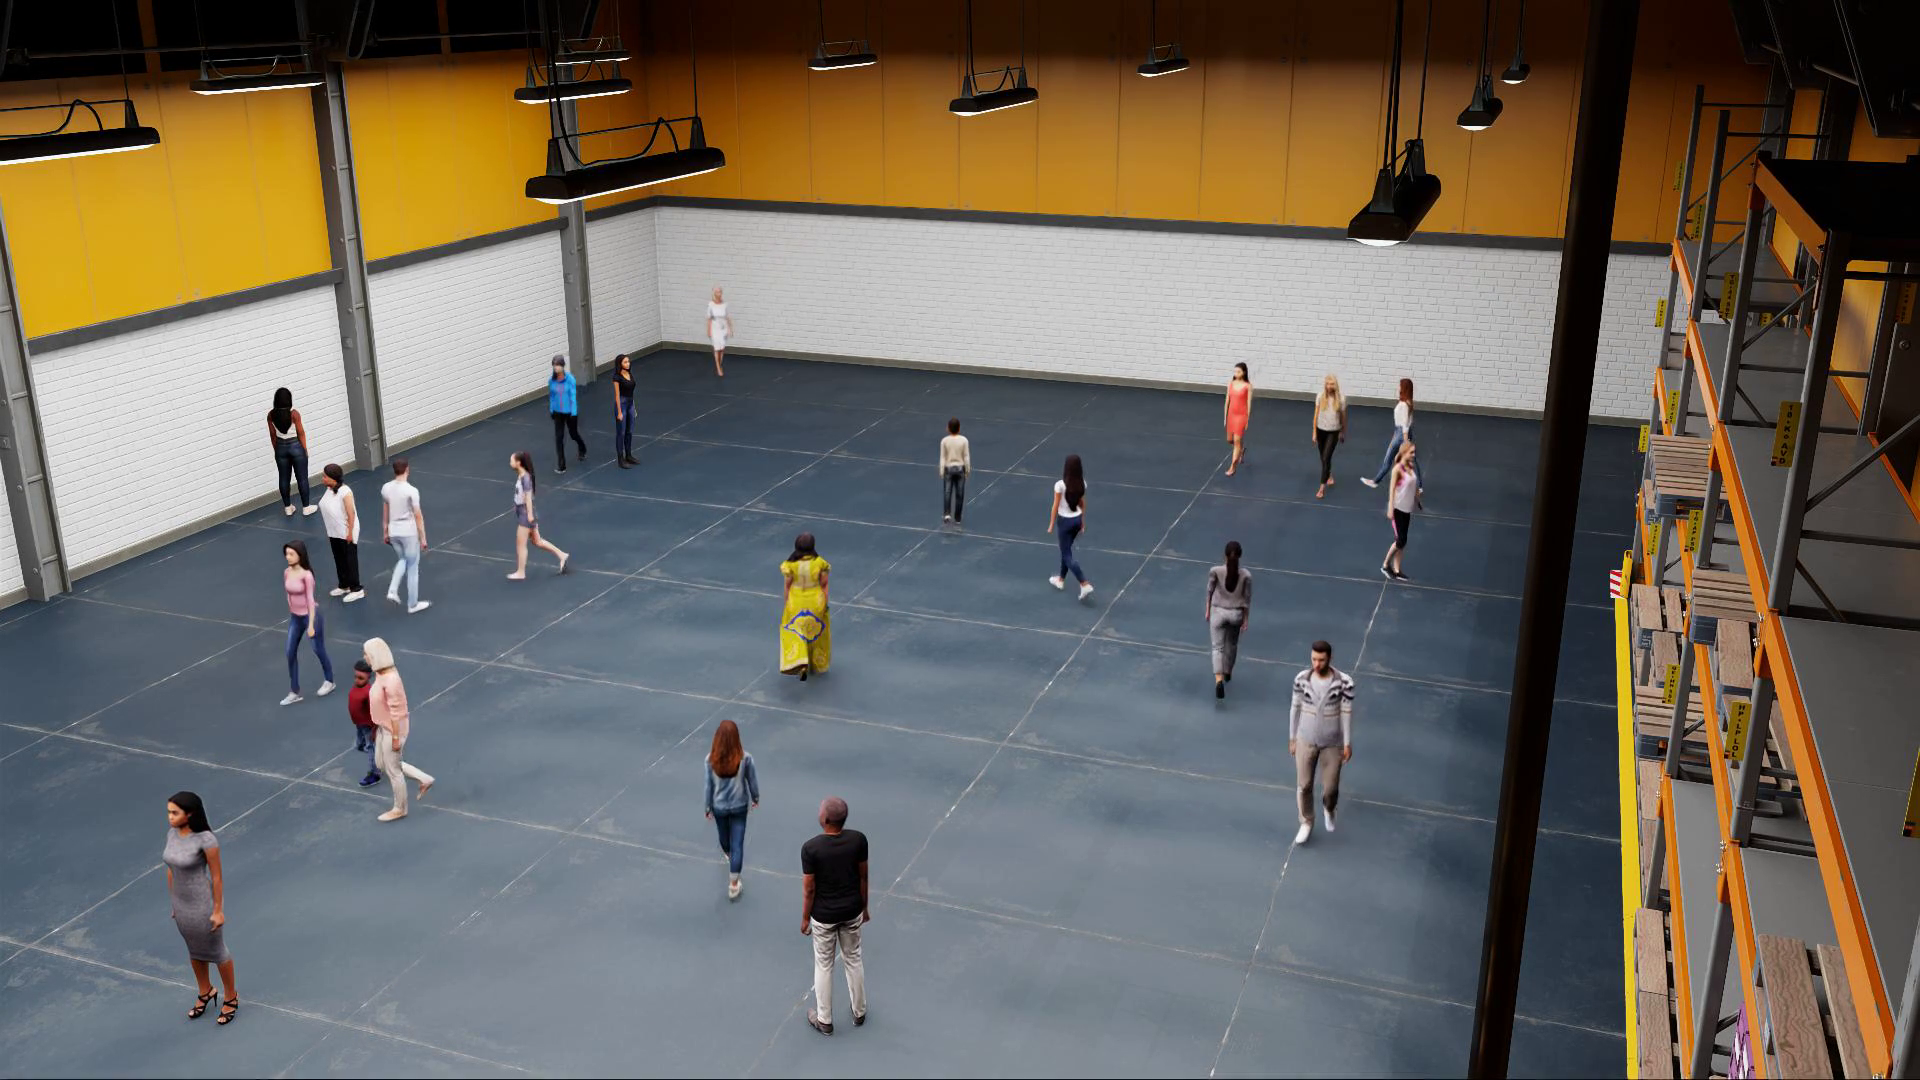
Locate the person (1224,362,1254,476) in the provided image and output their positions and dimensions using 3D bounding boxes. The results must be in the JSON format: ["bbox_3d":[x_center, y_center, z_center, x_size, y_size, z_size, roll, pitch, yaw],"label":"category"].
[{"bbox_3d":[4.221,-1.838,25.033,0.746,1.705,0.987,14,23,35],"label":"person"}]

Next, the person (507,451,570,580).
[{"bbox_3d":[-5.247,-0.308,20.624,1.026,1.619,1.040,-6,19,-17],"label":"person"}]

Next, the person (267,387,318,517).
[{"bbox_3d":[-9.294,-1.231,23.073,0.709,1.806,0.699,1,19,3],"label":"person"}]

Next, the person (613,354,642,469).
[{"bbox_3d":[-5.133,-1.989,25.433,0.645,1.735,0.497,9,21,25],"label":"person"}]

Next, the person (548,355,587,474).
[{"bbox_3d":[-5.932,-1.923,25.195,0.741,1.762,1.200,4,19,11],"label":"person"}]

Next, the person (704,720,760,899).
[{"bbox_3d":[-1.861,2.195,13.467,0.816,1.443,1.066,0,19,-1],"label":"person"}]

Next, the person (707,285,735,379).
[{"bbox_3d":[-4.552,-3.931,31.226,0.927,1.718,0.954,-11,22,-30],"label":"person"}]

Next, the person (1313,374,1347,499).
[{"bbox_3d":[5.330,-1.525,24.005,0.628,1.767,1.198,7,20,20],"label":"person"}]

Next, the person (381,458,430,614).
[{"bbox_3d":[-6.566,-0.032,19.464,0.725,1.837,0.738,6,20,17],"label":"person"}]

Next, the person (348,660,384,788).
[{"bbox_3d":[-5.412,1.669,15.349,0.696,1.238,0.631,-15,24,-38],"label":"person"}]

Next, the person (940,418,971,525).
[{"bbox_3d":[-0.067,-0.917,22.693,0.639,1.452,0.664,1,19,2],"label":"person"}]

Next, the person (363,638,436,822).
[{"bbox_3d":[-4.923,1.647,14.677,0.896,1.709,0.821,-11,22,-31],"label":"person"}]

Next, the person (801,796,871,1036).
[{"bbox_3d":[-0.870,2.616,11.653,0.759,1.804,0.816,-8,20,-23],"label":"person"}]

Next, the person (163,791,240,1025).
[{"bbox_3d":[-5.376,2.592,11.757,0.576,1.781,0.496,7,20,19],"label":"person"}]

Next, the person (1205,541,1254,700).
[{"bbox_3d":[2.741,0.852,17.141,0.780,1.643,1.125,2,19,5],"label":"person"}]

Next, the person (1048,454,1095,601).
[{"bbox_3d":[1.357,-0.133,19.902,1.132,1.747,1.070,-14,23,-35],"label":"person"}]

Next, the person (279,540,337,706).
[{"bbox_3d":[-6.684,0.803,17.164,0.649,1.721,0.901,9,21,24],"label":"person"}]

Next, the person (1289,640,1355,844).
[{"bbox_3d":[3.116,1.700,14.326,0.695,1.832,0.718,7,20,20],"label":"person"}]

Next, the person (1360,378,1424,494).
[{"bbox_3d":[6.464,-1.460,23.943,0.686,1.684,1.055,8,20,22],"label":"person"}]

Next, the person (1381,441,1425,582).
[{"bbox_3d":[5.400,-0.377,20.576,0.679,1.781,0.789,-18,25,-42],"label":"person"}]

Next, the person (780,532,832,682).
[{"bbox_3d":[-1.618,0.740,17.479,1.095,1.640,1.251,-3,19,-9],"label":"person"}]

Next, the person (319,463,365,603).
[{"bbox_3d":[-7.423,-0.111,19.931,0.760,1.687,0.755,-17,25,-41],"label":"person"}]
